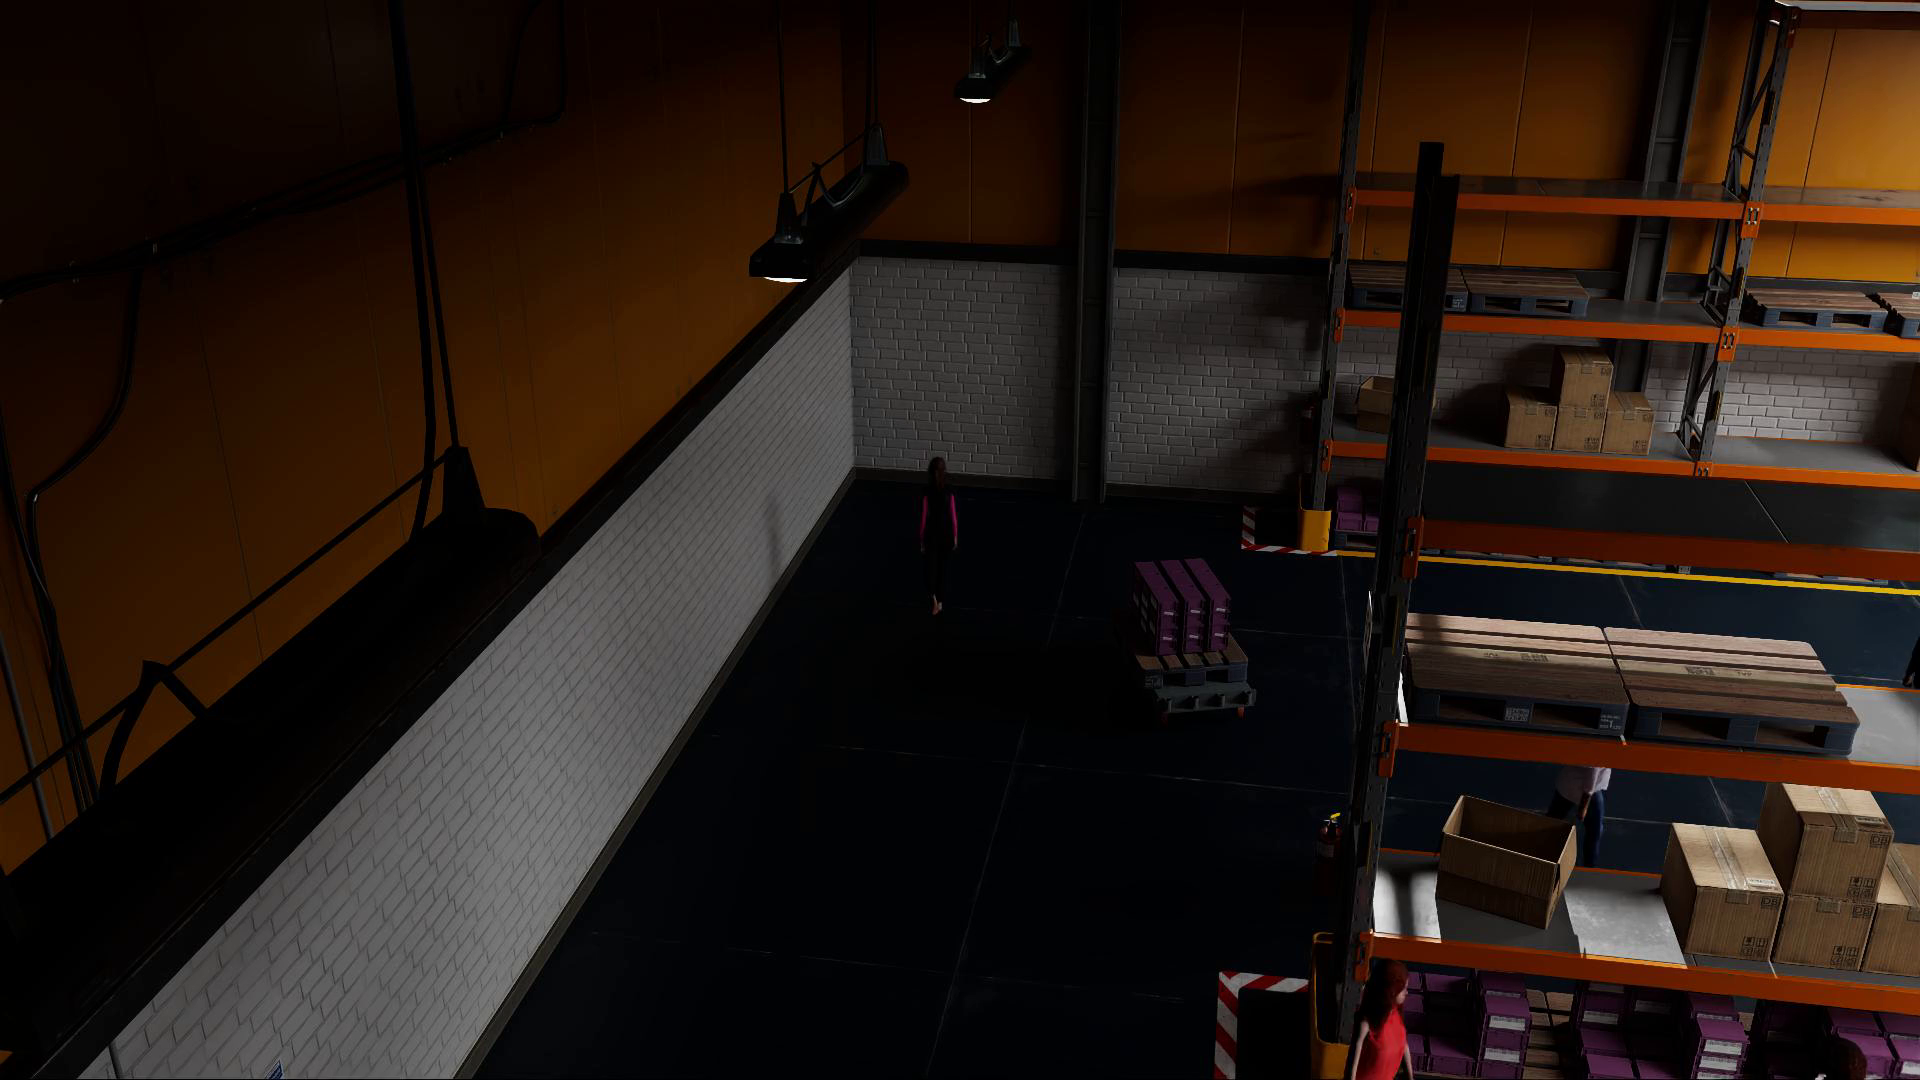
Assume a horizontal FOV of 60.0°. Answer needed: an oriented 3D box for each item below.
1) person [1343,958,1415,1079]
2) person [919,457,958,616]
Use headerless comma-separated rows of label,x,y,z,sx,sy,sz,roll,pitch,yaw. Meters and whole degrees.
person,2.303,3.167,9.705,0.923,1.806,0.839,20,31,39
person,-0.221,0.003,17.037,0.881,1.730,0.776,-3,24,-7
